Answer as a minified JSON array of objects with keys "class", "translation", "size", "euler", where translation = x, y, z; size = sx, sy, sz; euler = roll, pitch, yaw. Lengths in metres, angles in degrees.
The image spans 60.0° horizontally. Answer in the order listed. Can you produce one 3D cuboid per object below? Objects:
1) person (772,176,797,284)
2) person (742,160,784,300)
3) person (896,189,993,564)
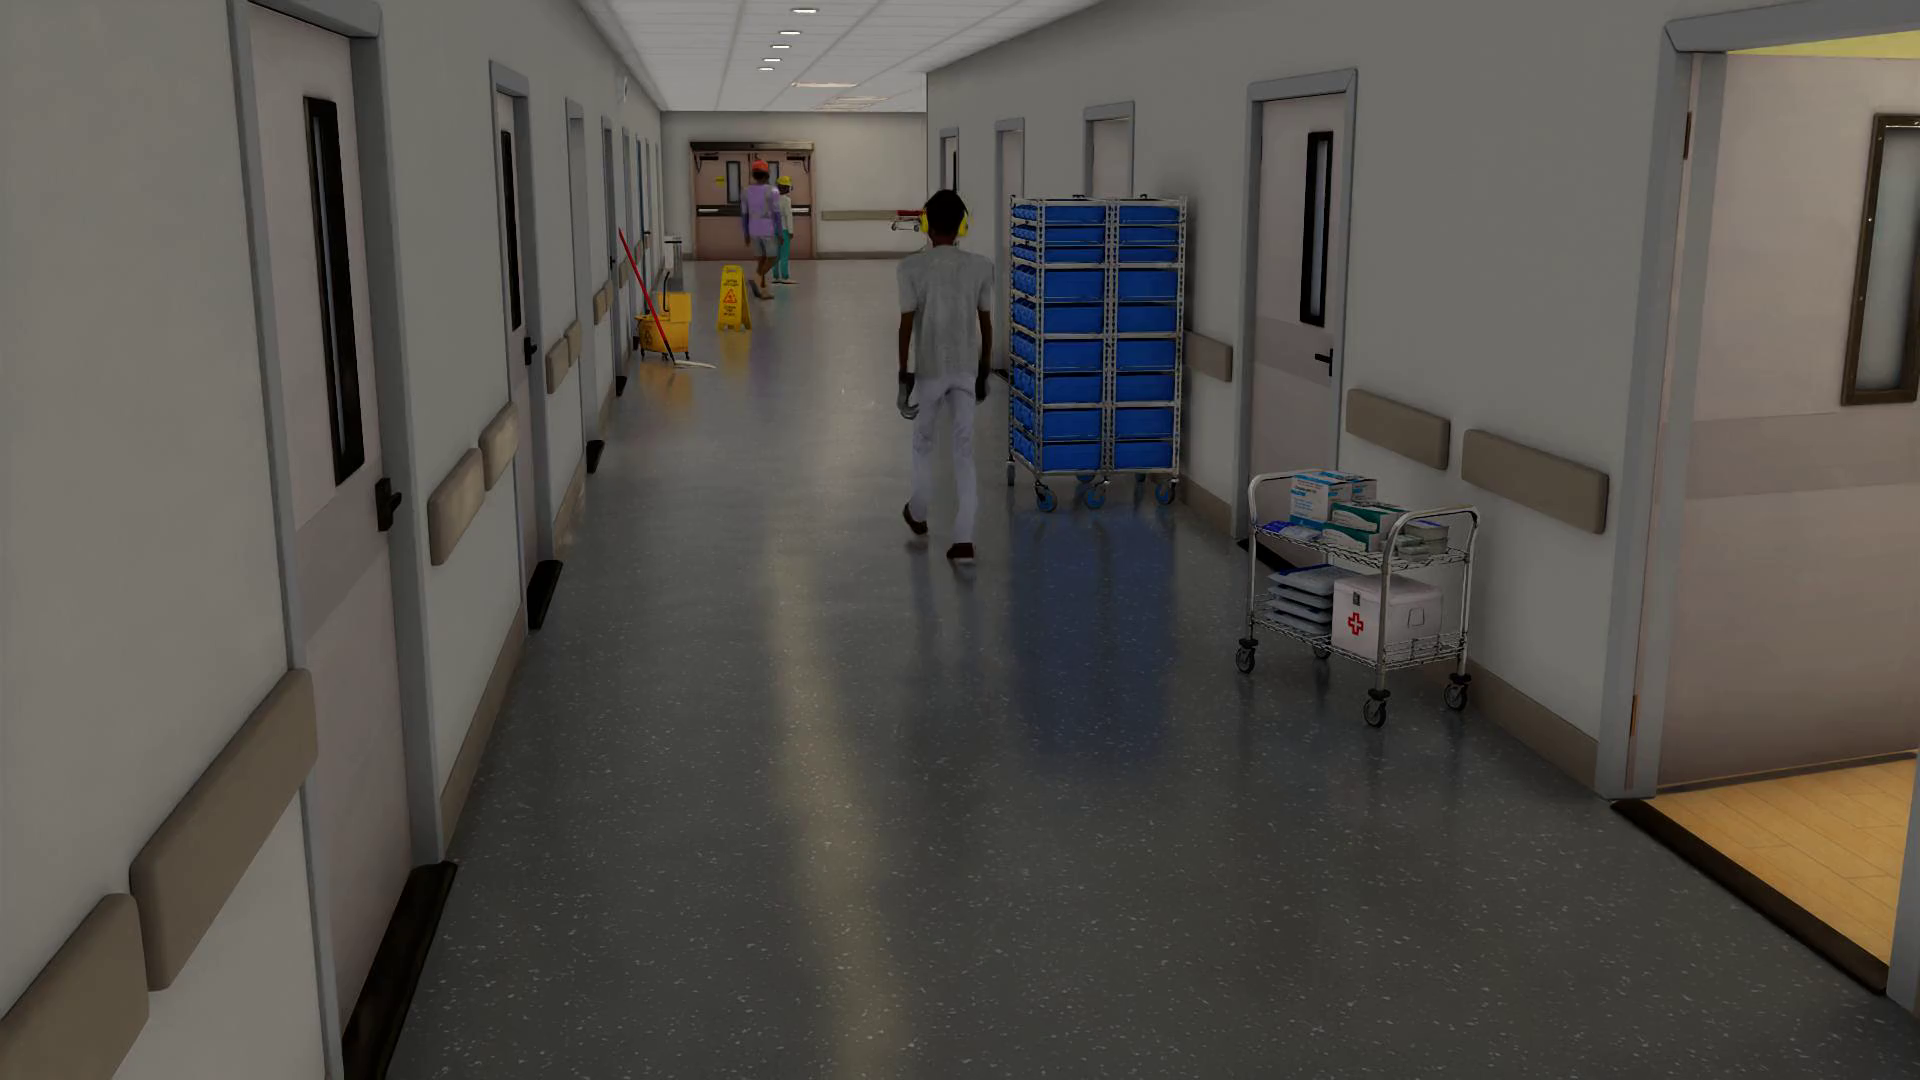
[{"class":"person","translation":[-2.929,-5.129,27.547],"size":[0.327,1.765,0.529],"euler":[-11,17,-39]},{"class":"person","translation":[-2.872,-4.448,23.948],"size":[0.621,2.021,0.700],"euler":[6,14,25]},{"class":"person","translation":[-0.087,-0.823,8.335],"size":[0.539,1.809,0.993],"euler":[-3,13,-13]}]
